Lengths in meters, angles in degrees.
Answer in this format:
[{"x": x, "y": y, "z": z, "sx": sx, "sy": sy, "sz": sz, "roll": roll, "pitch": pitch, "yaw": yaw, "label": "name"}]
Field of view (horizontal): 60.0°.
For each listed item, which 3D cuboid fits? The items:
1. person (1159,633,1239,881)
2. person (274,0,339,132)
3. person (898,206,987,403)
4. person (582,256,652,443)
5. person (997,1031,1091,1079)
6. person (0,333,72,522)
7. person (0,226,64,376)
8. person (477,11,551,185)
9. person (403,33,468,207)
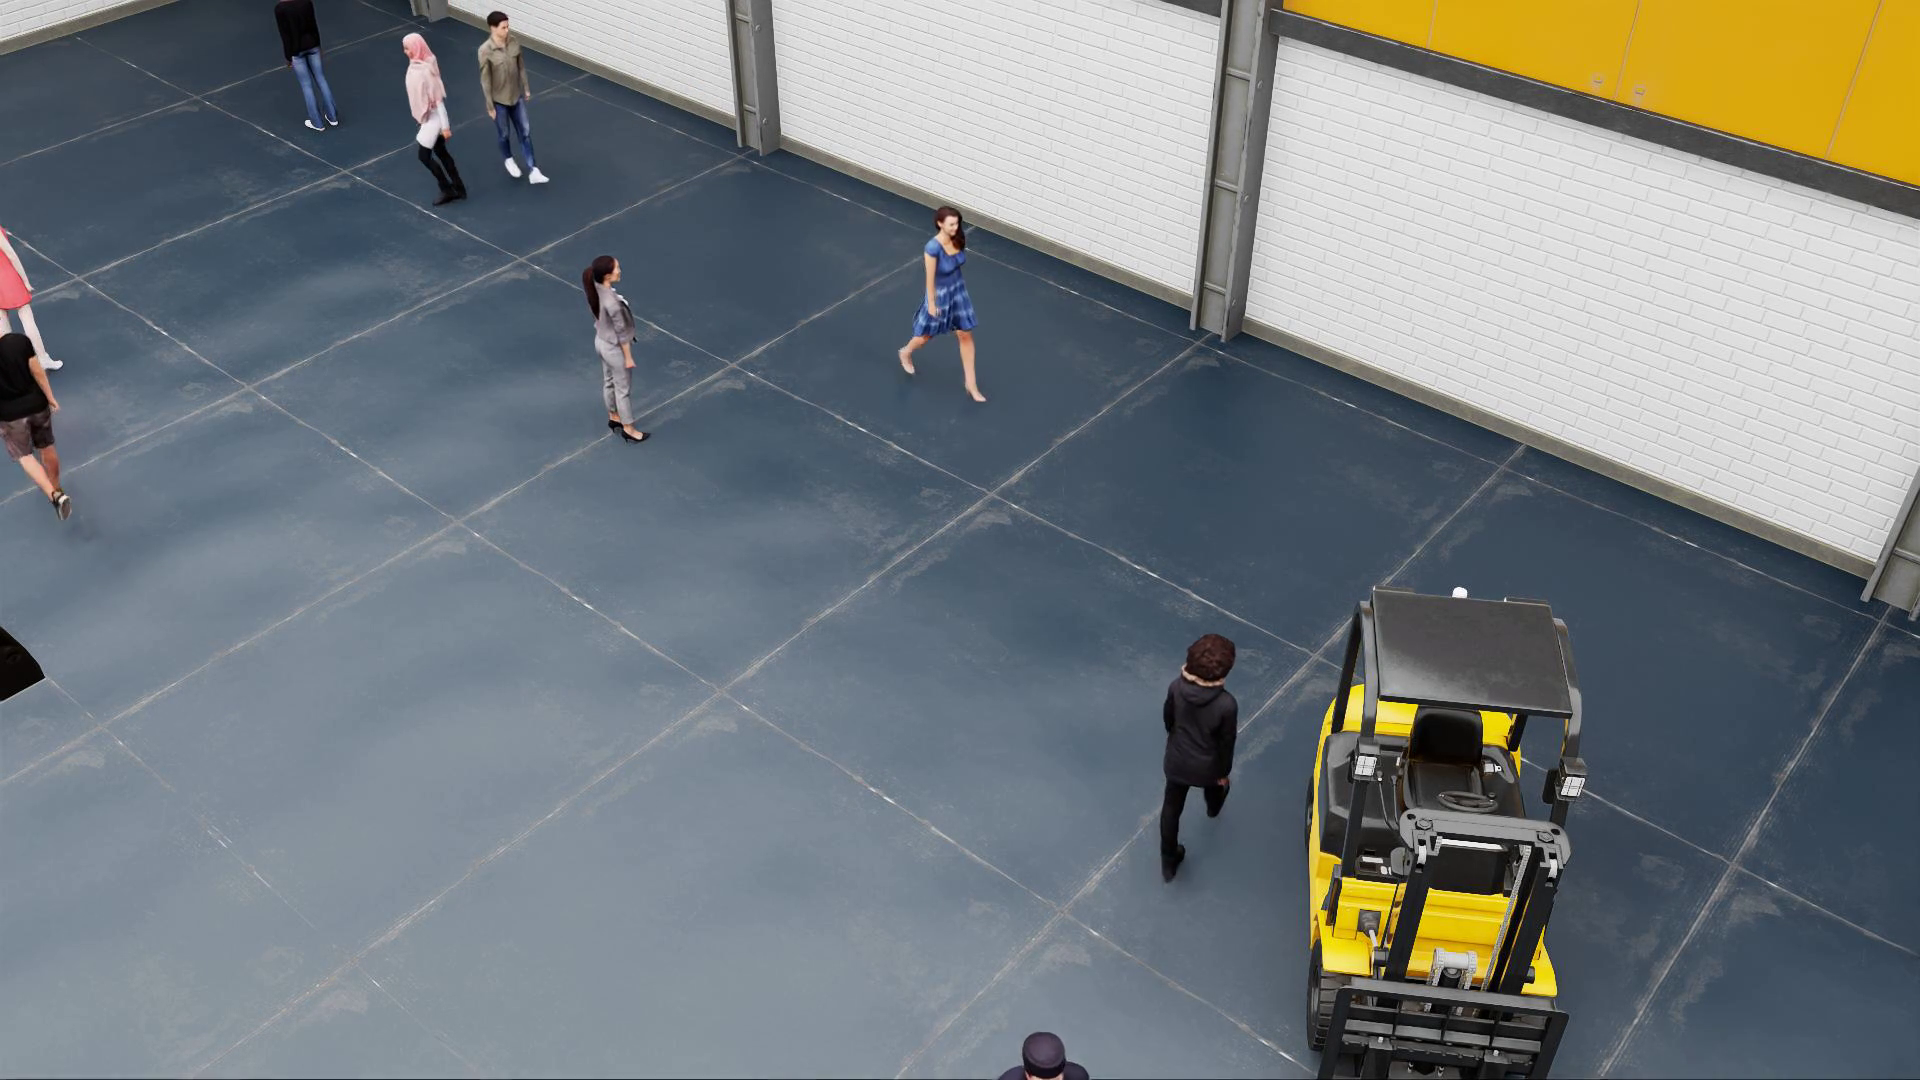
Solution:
[{"x": 1.374, "y": 1.340, "z": 9.907, "sx": 1.080, "sy": 1.730, "sz": 0.857, "roll": 18, "pitch": 42, "yaw": 21, "label": "person"}, {"x": -7.231, "y": -5.389, "z": 18.322, "sx": 0.549, "sy": 1.744, "sz": 0.602, "roll": 31, "pitch": 48, "yaw": 33, "label": "person"}, {"x": -0.190, "y": -2.014, "z": 14.074, "sx": 1.119, "sy": 1.771, "sz": 0.616, "roll": 28, "pitch": 47, "yaw": 31, "label": "person"}, {"x": -2.830, "y": -1.556, "z": 13.573, "sx": 0.726, "sy": 1.680, "sz": 0.590, "roll": -26, "pitch": 45, "yaw": -28, "label": "person"}, {"x": 0.346, "y": 2.875, "z": 8.035, "sx": 0.838, "sy": 1.667, "sz": 0.852, "roll": -12, "pitch": 40, "yaw": -15, "label": "person"}, {"x": -7.147, "y": -0.965, "z": 12.701, "sx": 1.036, "sy": 1.844, "sz": 0.712, "roll": 32, "pitch": 48, "yaw": 34, "label": "person"}, {"x": -8.247, "y": -2.228, "z": 14.297, "sx": 0.629, "sy": 1.827, "sz": 0.728, "roll": 3, "pitch": 39, "yaw": 4, "label": "person"}, {"x": -4.768, "y": -4.618, "z": 17.290, "sx": 0.810, "sy": 1.826, "sz": 1.066, "roll": -30, "pitch": 47, "yaw": -32, "label": "person"}, {"x": -5.256, "y": -4.275, "z": 16.890, "sx": 0.792, "sy": 1.789, "sz": 0.690, "roll": -21, "pitch": 43, "yaw": -24, "label": "person"}]
